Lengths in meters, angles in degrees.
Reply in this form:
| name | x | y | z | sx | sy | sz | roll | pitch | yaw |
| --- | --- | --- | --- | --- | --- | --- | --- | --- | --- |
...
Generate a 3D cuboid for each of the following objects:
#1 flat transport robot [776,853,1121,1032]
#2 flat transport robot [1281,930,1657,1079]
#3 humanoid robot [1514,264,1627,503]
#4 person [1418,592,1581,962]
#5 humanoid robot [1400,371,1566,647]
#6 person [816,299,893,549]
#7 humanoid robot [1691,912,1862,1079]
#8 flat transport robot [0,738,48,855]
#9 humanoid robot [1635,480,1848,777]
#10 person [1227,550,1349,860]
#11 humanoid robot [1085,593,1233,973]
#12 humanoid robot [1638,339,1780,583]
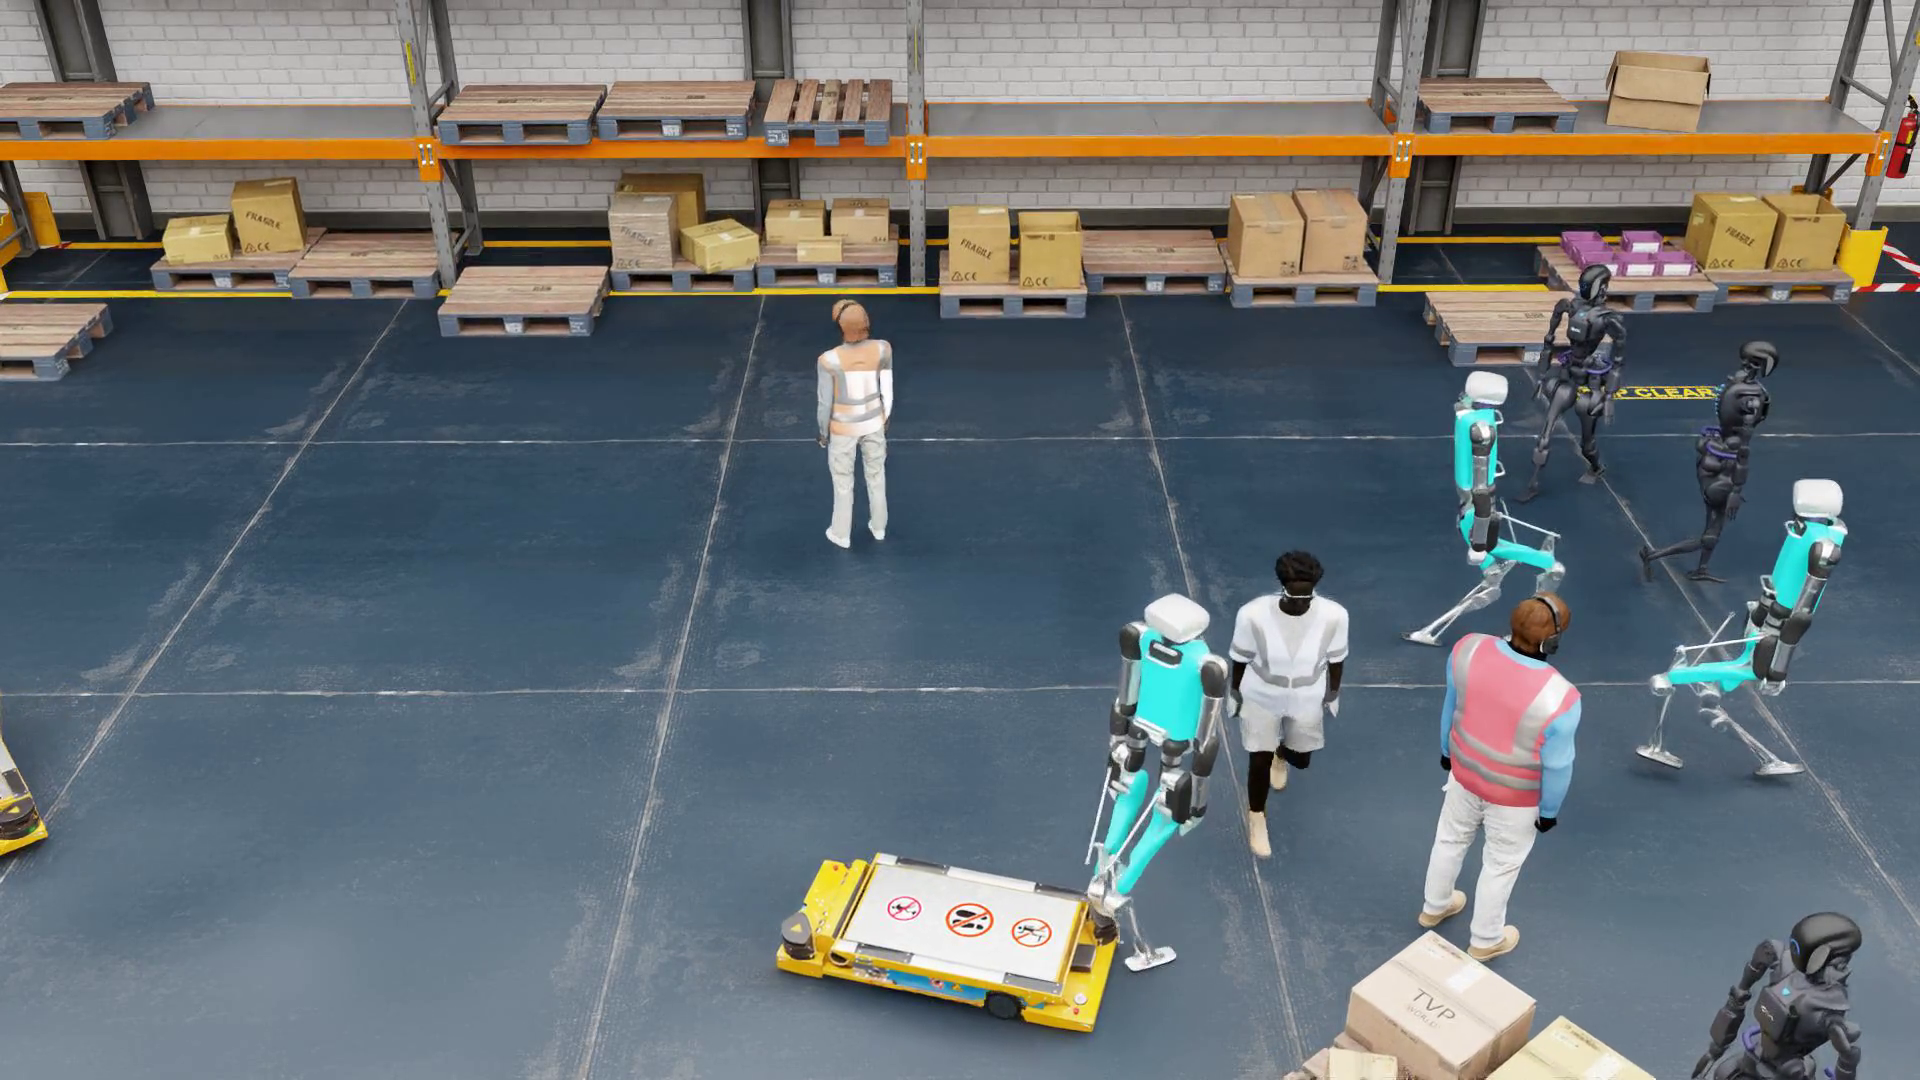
| name | x | y | z | sx | sy | sz | roll | pitch | yaw |
| --- | --- | --- | --- | --- | --- | --- | --- | --- | --- |
| flat transport robot | -0.039 | 1.774 | 7.458 | 1.431 | 0.231 | 0.659 | 8 | 32 | 13 |
| flat transport robot | 1.902 | 2.450 | 6.332 | 1.431 | 0.231 | 0.659 | -23 | 38 | -33 |
| humanoid robot | 4.042 | -1.011 | 10.793 | 0.771 | 1.653 | 0.616 | -23 | 38 | -33 |
| person | 2.343 | 1.020 | 7.202 | 0.431 | 1.836 | 0.628 | -22 | 37 | -32 |
| humanoid robot | 3.060 | -0.084 | 9.184 | 1.004 | 1.770 | 0.530 | 3 | 31 | 5 |
| person | -0.638 | -0.701 | 10.246 | 0.526 | 1.637 | 0.327 | -16 | 35 | -25 |
| humanoid robot | 2.808 | 1.949 | 5.802 | 0.357 | 1.658 | 0.607 | -8 | 32 | -13 |
| flat transport robot | -5.160 | 1.214 | 8.390 | 0.659 | 0.231 | 1.431 | -23 | 38 | -33 |
| humanoid robot | 3.806 | 0.488 | 8.211 | 1.043 | 1.758 | 0.546 | 8 | 32 | 13 |
| person | 1.521 | 0.692 | 7.885 | 0.551 | 1.670 | 0.552 | 1 | 31 | 2 |
| humanoid robot | 0.736 | 1.141 | 7.128 | 0.537 | 1.807 | 0.761 | 25 | 39 | 35 |
| humanoid robot | 4.422 | -0.455 | 9.820 | 0.603 | 1.639 | 0.595 | 5 | 31 | 9 |
